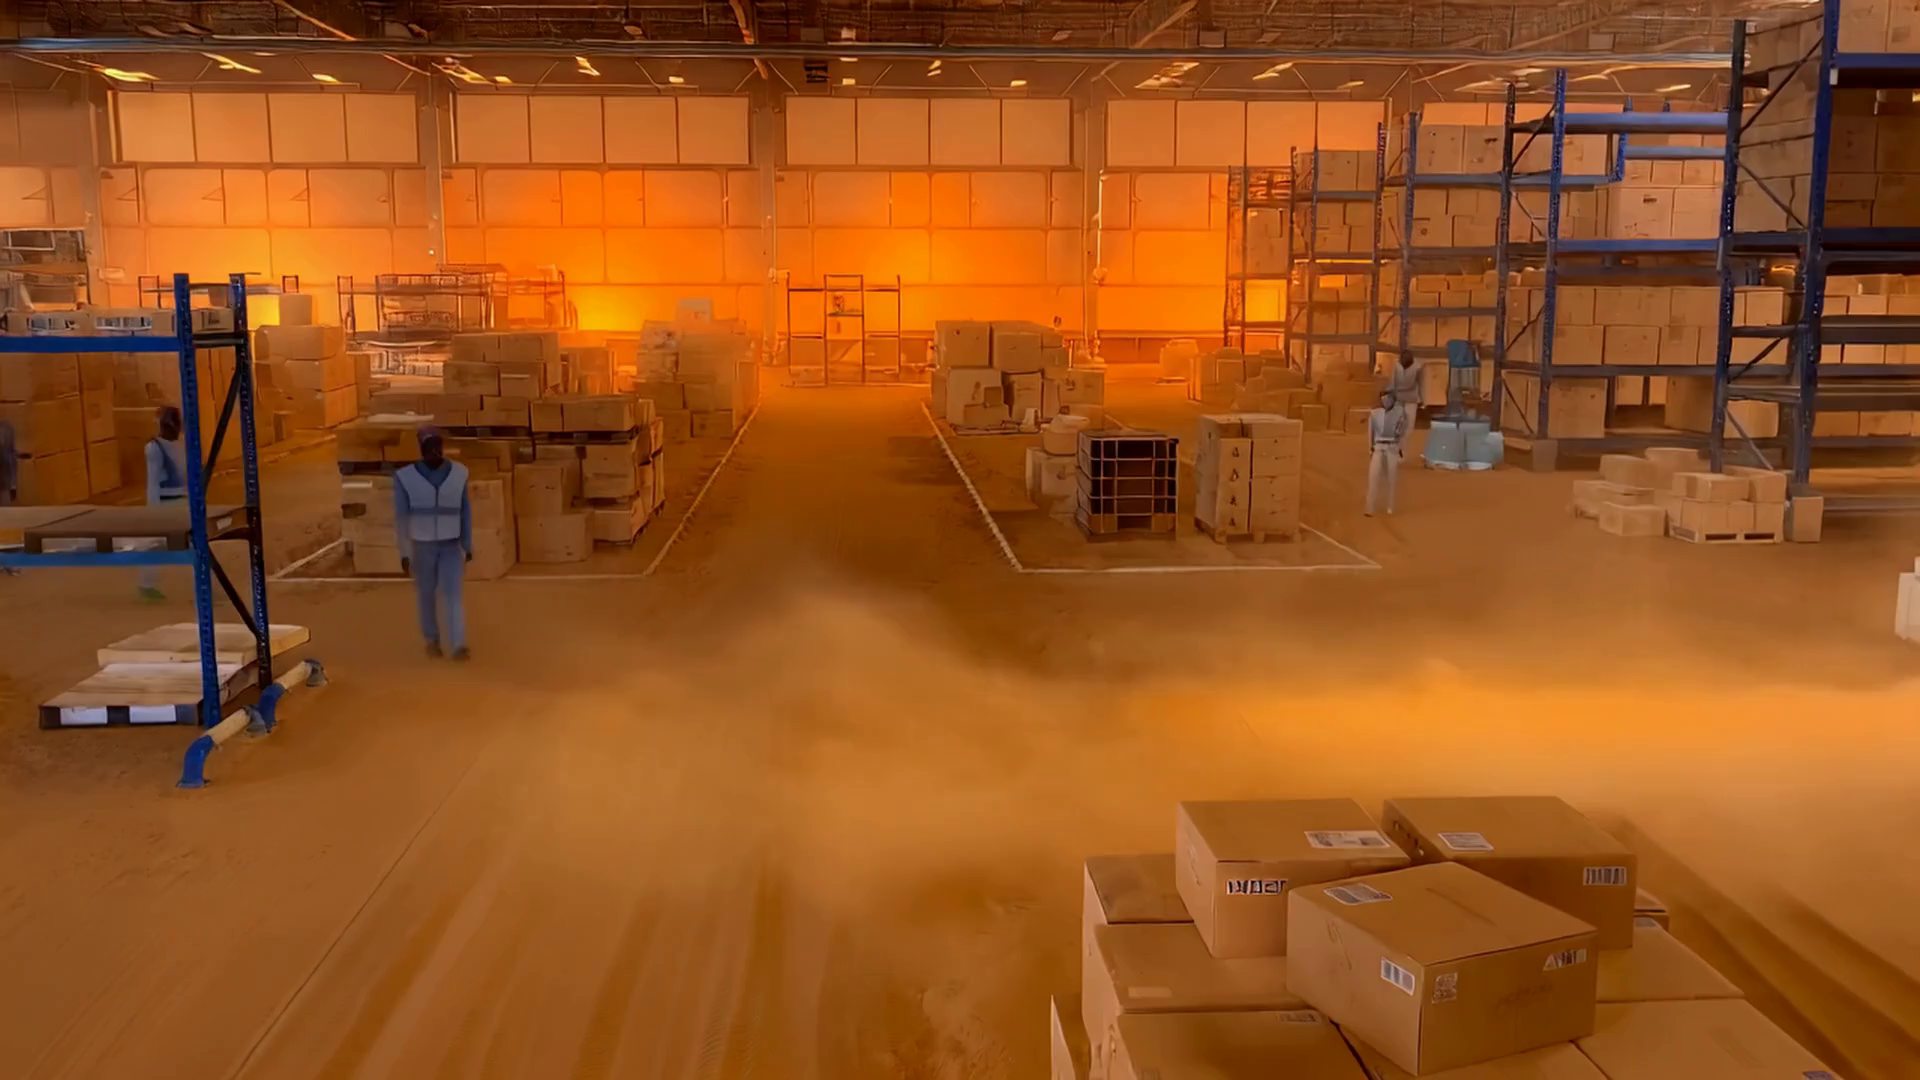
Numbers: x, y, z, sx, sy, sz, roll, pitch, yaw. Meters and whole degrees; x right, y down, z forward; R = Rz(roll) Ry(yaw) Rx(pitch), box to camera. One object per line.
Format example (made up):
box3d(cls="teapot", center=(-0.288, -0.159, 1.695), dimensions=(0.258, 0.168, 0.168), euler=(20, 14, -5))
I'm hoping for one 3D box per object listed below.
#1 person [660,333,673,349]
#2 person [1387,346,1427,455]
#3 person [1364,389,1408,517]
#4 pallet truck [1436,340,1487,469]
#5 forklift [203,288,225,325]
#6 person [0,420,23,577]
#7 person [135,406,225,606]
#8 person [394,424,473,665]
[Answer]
box3d(cls="person", center=(-7.160, -4.288, 40.902), dimensions=(0.546, 1.603, 0.736), euler=(7, 11, 37))
box3d(cls="person", center=(7.516, -2.346, 28.030), dimensions=(0.648, 1.832, 0.435), euler=(4, 10, 25))
box3d(cls="person", center=(5.292, -1.058, 20.677), dimensions=(0.522, 1.603, 0.842), euler=(4, 10, 25))
box3d(cls="pallet truck", center=(8.004, -2.170, 26.422), dimensions=(0.823, 1.965, 1.885), euler=(2, 9, 14))
box3d(cls="forklift", center=(-16.955, -4.460, 38.036), dimensions=(1.873, 2.768, 1.129), euler=(-4, 10, -23))
box3d(cls="person", center=(-9.683, -0.553, 16.554), dimensions=(0.421, 1.913, 0.598), euler=(5, 10, 30))
box3d(cls="person", center=(-7.219, -0.294, 15.202), dimensions=(0.861, 1.867, 0.590), euler=(-1, 9, -5))
box3d(cls="person", center=(-4.044, 0.049, 12.882), dimensions=(0.604, 1.864, 1.006), euler=(-5, 10, -27))
